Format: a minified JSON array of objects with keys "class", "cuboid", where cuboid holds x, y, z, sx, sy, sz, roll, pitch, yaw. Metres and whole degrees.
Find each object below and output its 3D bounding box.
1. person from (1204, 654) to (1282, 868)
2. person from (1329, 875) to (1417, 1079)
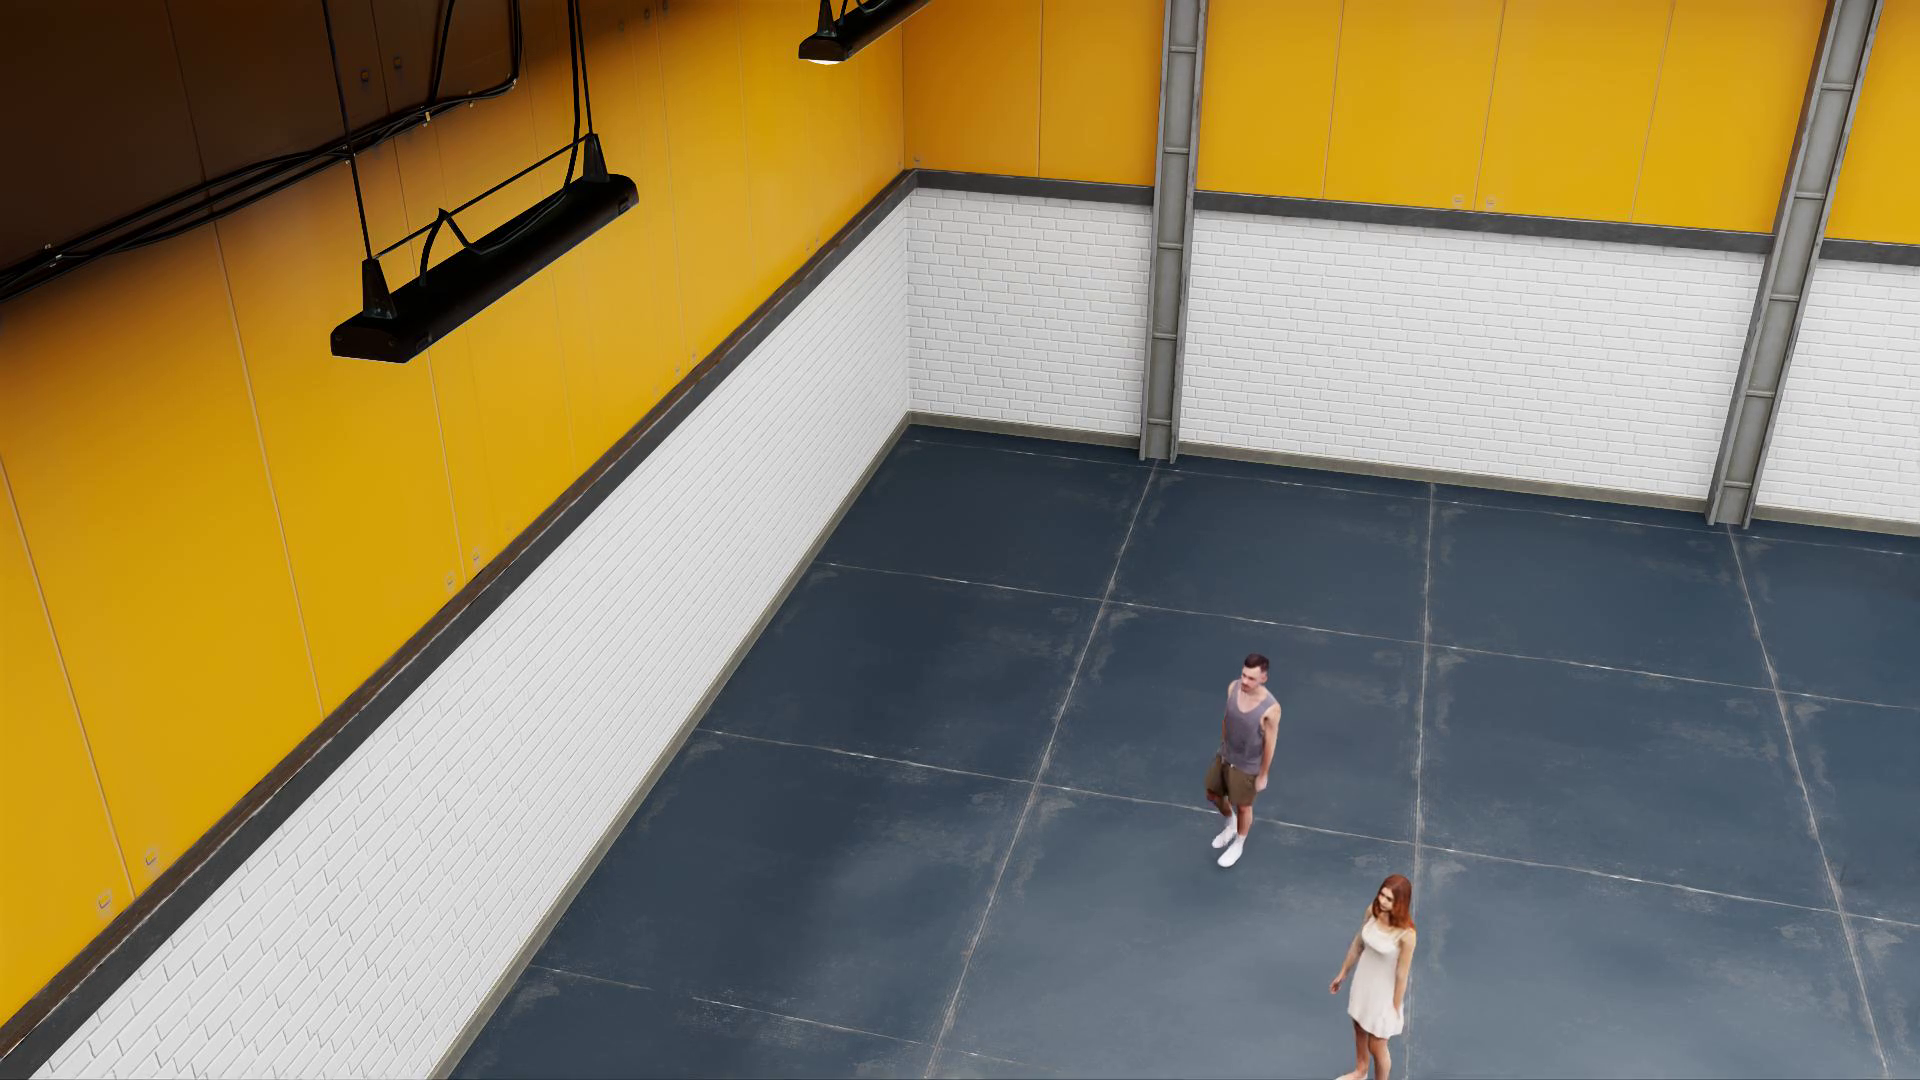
[{"class":"person","cuboid":[2.124,1.569,12.217,0.832,1.834,0.725,-23,36,-35]},{"class":"person","cuboid":[2.615,2.731,10.274,0.761,1.707,0.711,-13,31,-22]}]
